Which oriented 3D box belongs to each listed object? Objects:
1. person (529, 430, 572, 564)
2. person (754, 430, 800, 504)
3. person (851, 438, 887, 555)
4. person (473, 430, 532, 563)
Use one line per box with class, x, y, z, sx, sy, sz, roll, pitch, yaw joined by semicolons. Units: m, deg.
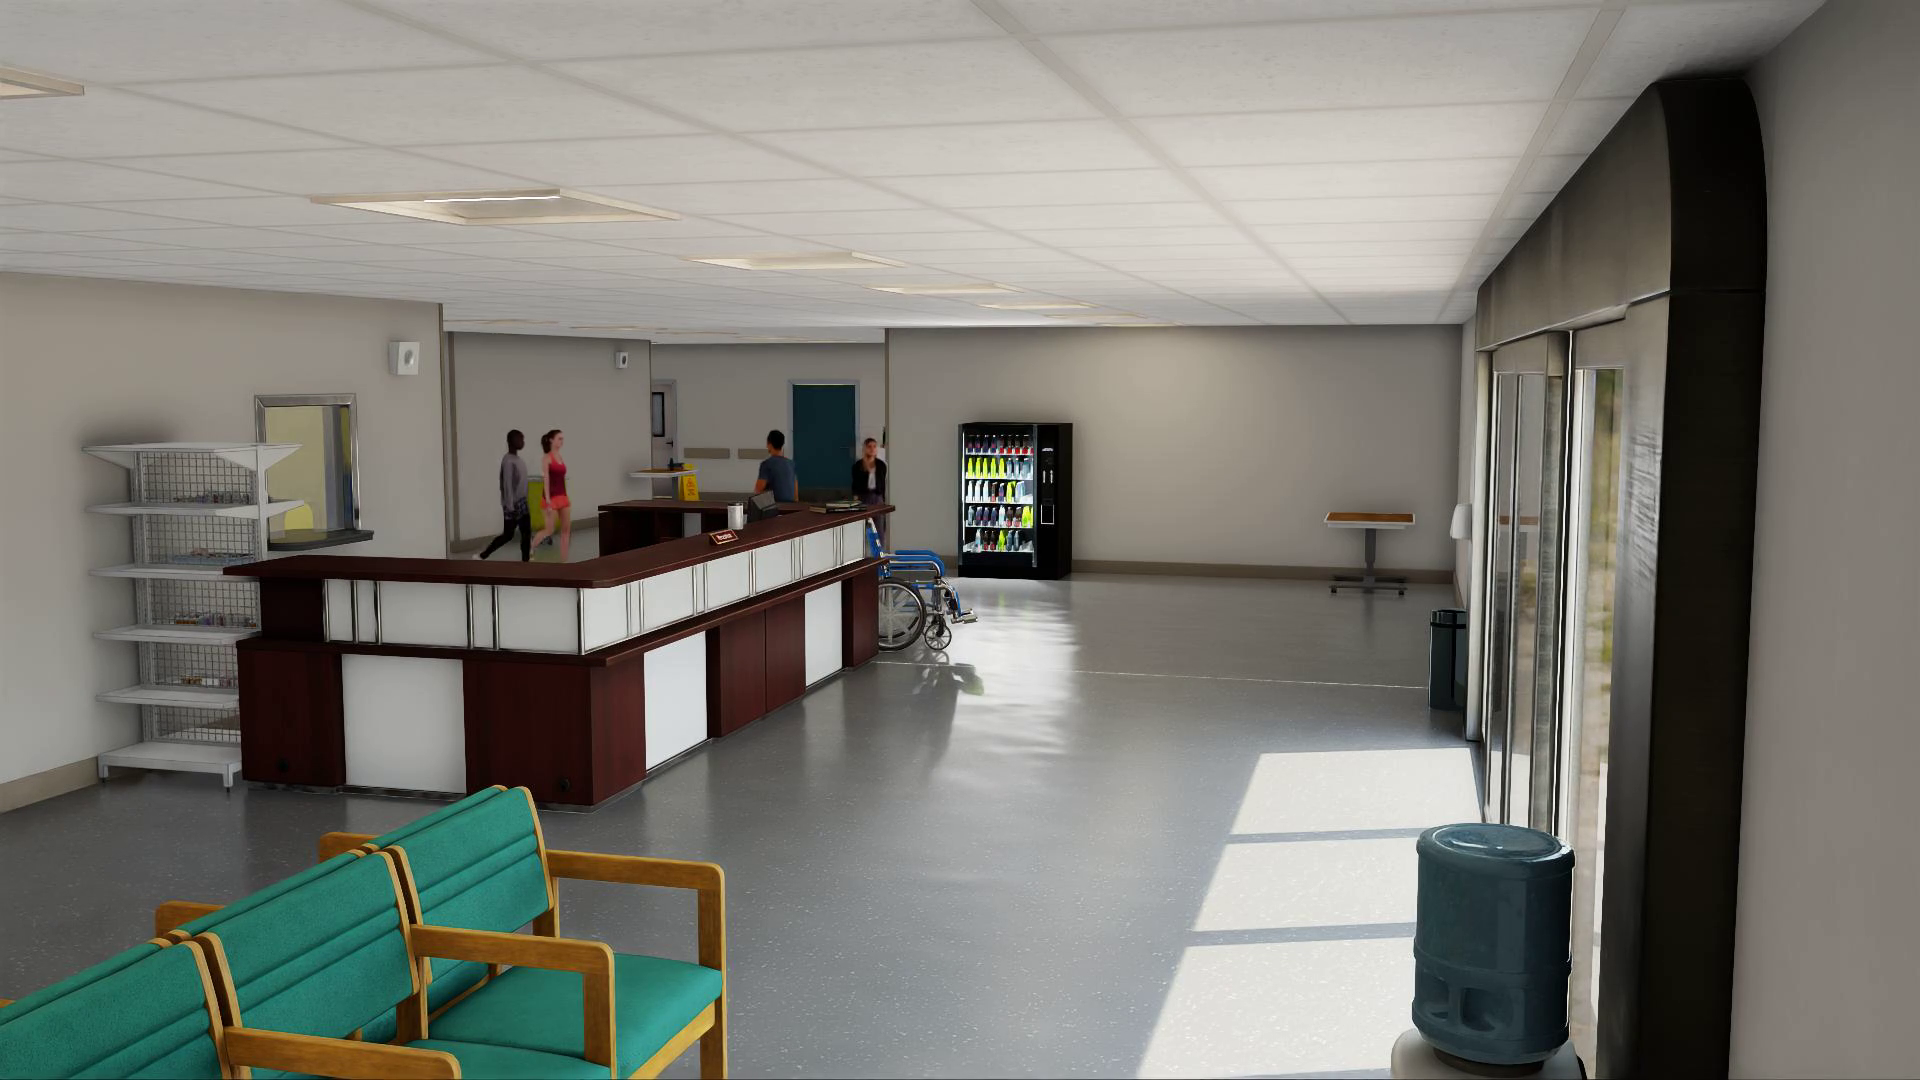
person;-5.003;-0.469;20.292;1.006;1.738;0.667;2;6;23
person;-1.911;-0.281;18.211;1.072;1.780;0.857;4;7;32
person;-1.118;-0.355;19.753;1.103;1.618;1.026;-2;6;-17
person;-5.334;-0.398;19.549;1.080;1.745;0.720;1;6;7
